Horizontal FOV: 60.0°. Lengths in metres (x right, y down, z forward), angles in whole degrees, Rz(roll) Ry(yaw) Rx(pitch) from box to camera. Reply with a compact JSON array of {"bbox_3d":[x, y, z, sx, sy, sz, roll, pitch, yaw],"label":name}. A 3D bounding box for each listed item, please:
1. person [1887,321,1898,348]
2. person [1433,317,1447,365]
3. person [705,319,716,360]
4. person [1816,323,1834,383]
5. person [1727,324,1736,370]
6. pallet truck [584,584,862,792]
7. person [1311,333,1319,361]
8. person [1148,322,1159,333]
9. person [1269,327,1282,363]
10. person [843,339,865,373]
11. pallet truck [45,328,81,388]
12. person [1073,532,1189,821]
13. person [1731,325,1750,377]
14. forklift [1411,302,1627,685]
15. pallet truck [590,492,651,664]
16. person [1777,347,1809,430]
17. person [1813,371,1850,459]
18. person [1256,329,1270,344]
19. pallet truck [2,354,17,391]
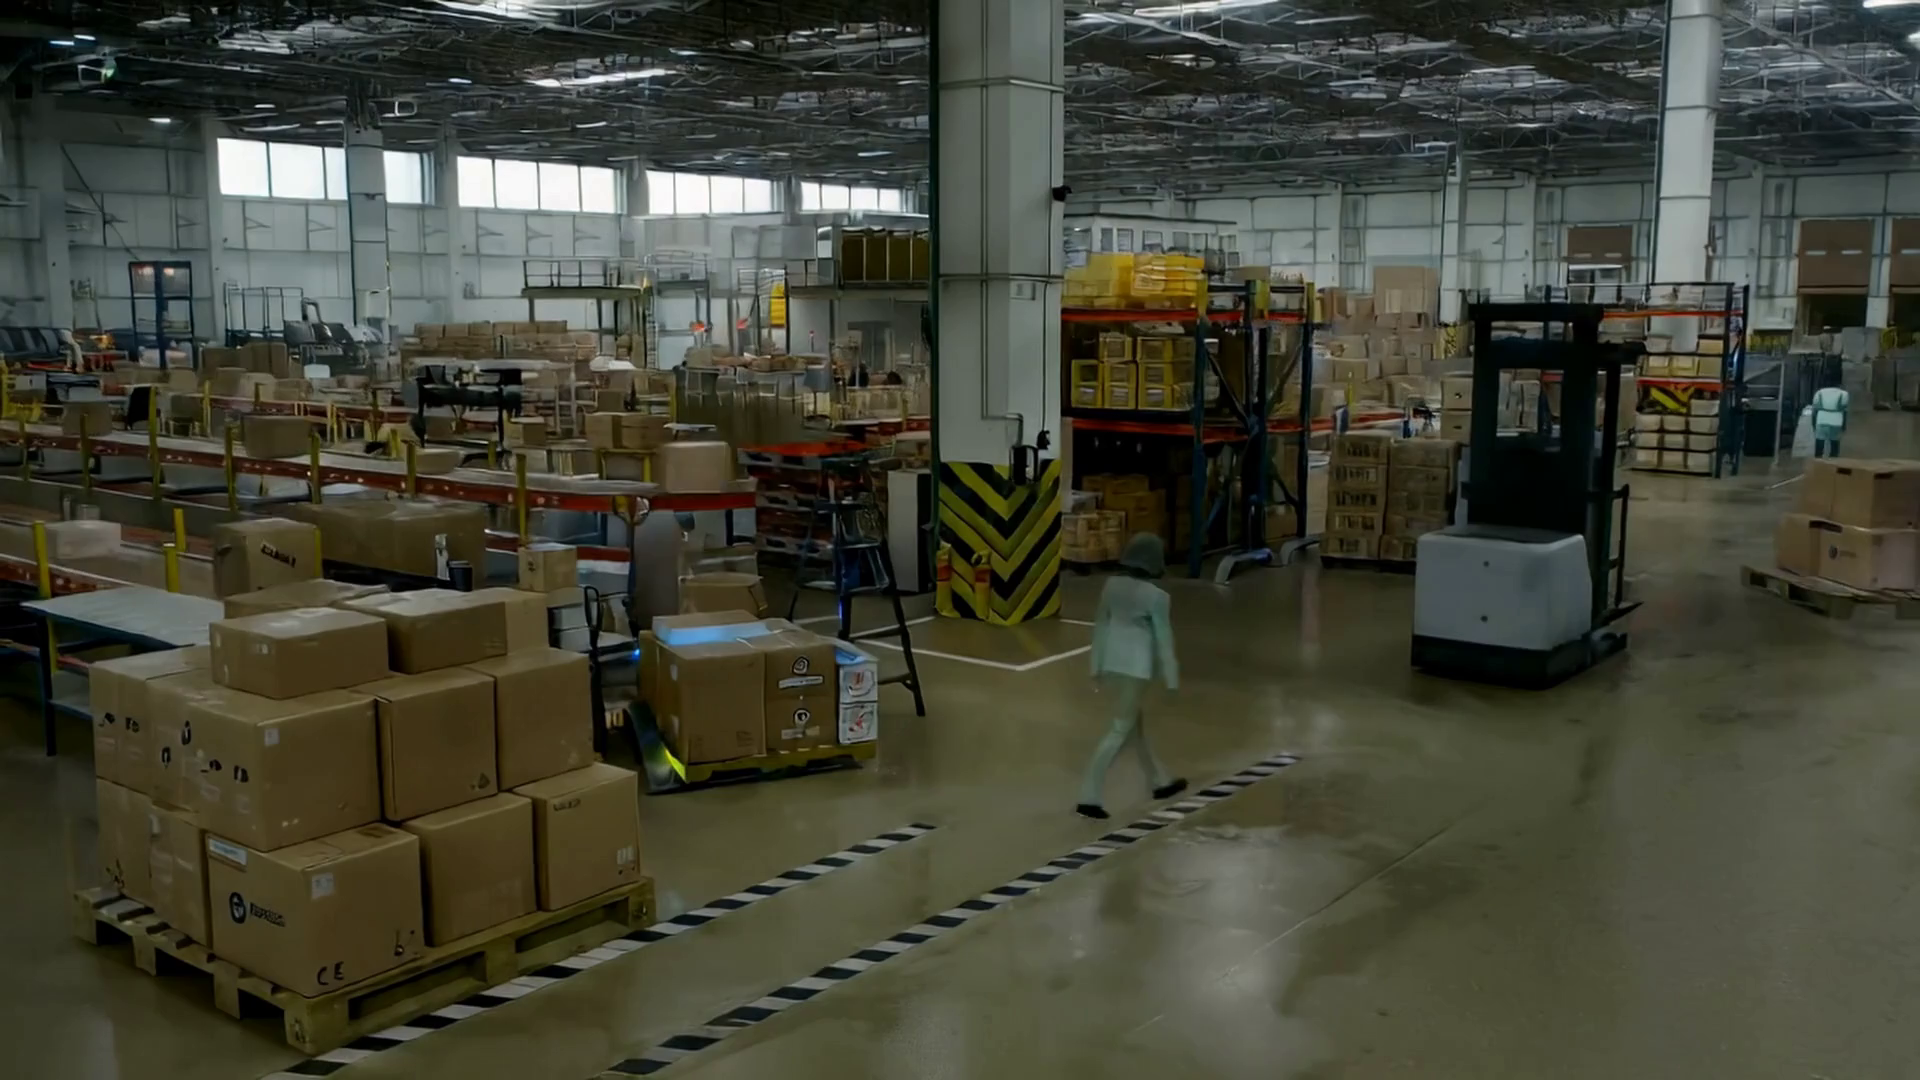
[{"bbox_3d":[33.230,-6.855,59.357,0.407,1.918,0.587,1,9,7],"label":"person"},{"bbox_3d":[19.471,-8.068,67.500,0.623,1.932,0.368,7,11,40],"label":"person"},{"bbox_3d":[-10.147,-8.101,68.005,0.906,1.854,0.587,6,10,35],"label":"person"},{"bbox_3d":[28.034,-6.047,53.860,0.388,1.926,0.590,-4,9,-23],"label":"person"},{"bbox_3d":[29.007,-7.237,62.507,0.487,1.741,0.313,-2,9,-11],"label":"person"},{"bbox_3d":[-1.426,0.805,10.019,1.601,1.201,0.680,-4,9,-26],"label":"pallet truck"},{"bbox_3d":[9.283,-4.468,43.483,0.673,1.845,0.552,-1,9,-9],"label":"person"},{"bbox_3d":[5.841,-5.560,50.192,0.373,2.044,0.608,5,10,29],"label":"person"},{"bbox_3d":[10.225,-6.060,54.159,0.534,1.864,0.310,0,8,-3],"label":"person"},{"bbox_3d":[-2.746,-4.357,43.143,0.549,1.719,0.539,-5,10,-29],"label":"person"},{"bbox_3d":[-23.775,-4.544,43.495,1.885,1.965,0.823,6,10,35],"label":"pallet truck"},{"bbox_3d":[0.958,0.747,9.213,0.875,1.576,0.509,-5,10,-33],"label":"person"},{"bbox_3d":[26.972,-6.553,57.669,0.864,1.816,0.629,0,8,-3],"label":"person"},{"bbox_3d":[4.379,-0.438,12.852,1.129,2.768,1.873,7,11,37],"label":"forklift"},{"bbox_3d":[-3.115,0.344,12.883,0.653,1.274,1.630,7,11,37],"label":"pallet truck"},{"bbox_3d":[17.183,-3.064,34.198,0.585,1.806,0.868,-2,9,-13],"label":"person"},{"bbox_3d":[13.954,-1.881,26.688,0.536,1.655,0.852,7,11,40],"label":"person"},{"bbox_3d":[12.685,-8.343,69.748,0.627,1.822,0.776,3,9,21],"label":"person"},{"bbox_3d":[-24.881,-4.417,42.634,1.885,1.965,0.823,8,11,41],"label":"pallet truck"}]
